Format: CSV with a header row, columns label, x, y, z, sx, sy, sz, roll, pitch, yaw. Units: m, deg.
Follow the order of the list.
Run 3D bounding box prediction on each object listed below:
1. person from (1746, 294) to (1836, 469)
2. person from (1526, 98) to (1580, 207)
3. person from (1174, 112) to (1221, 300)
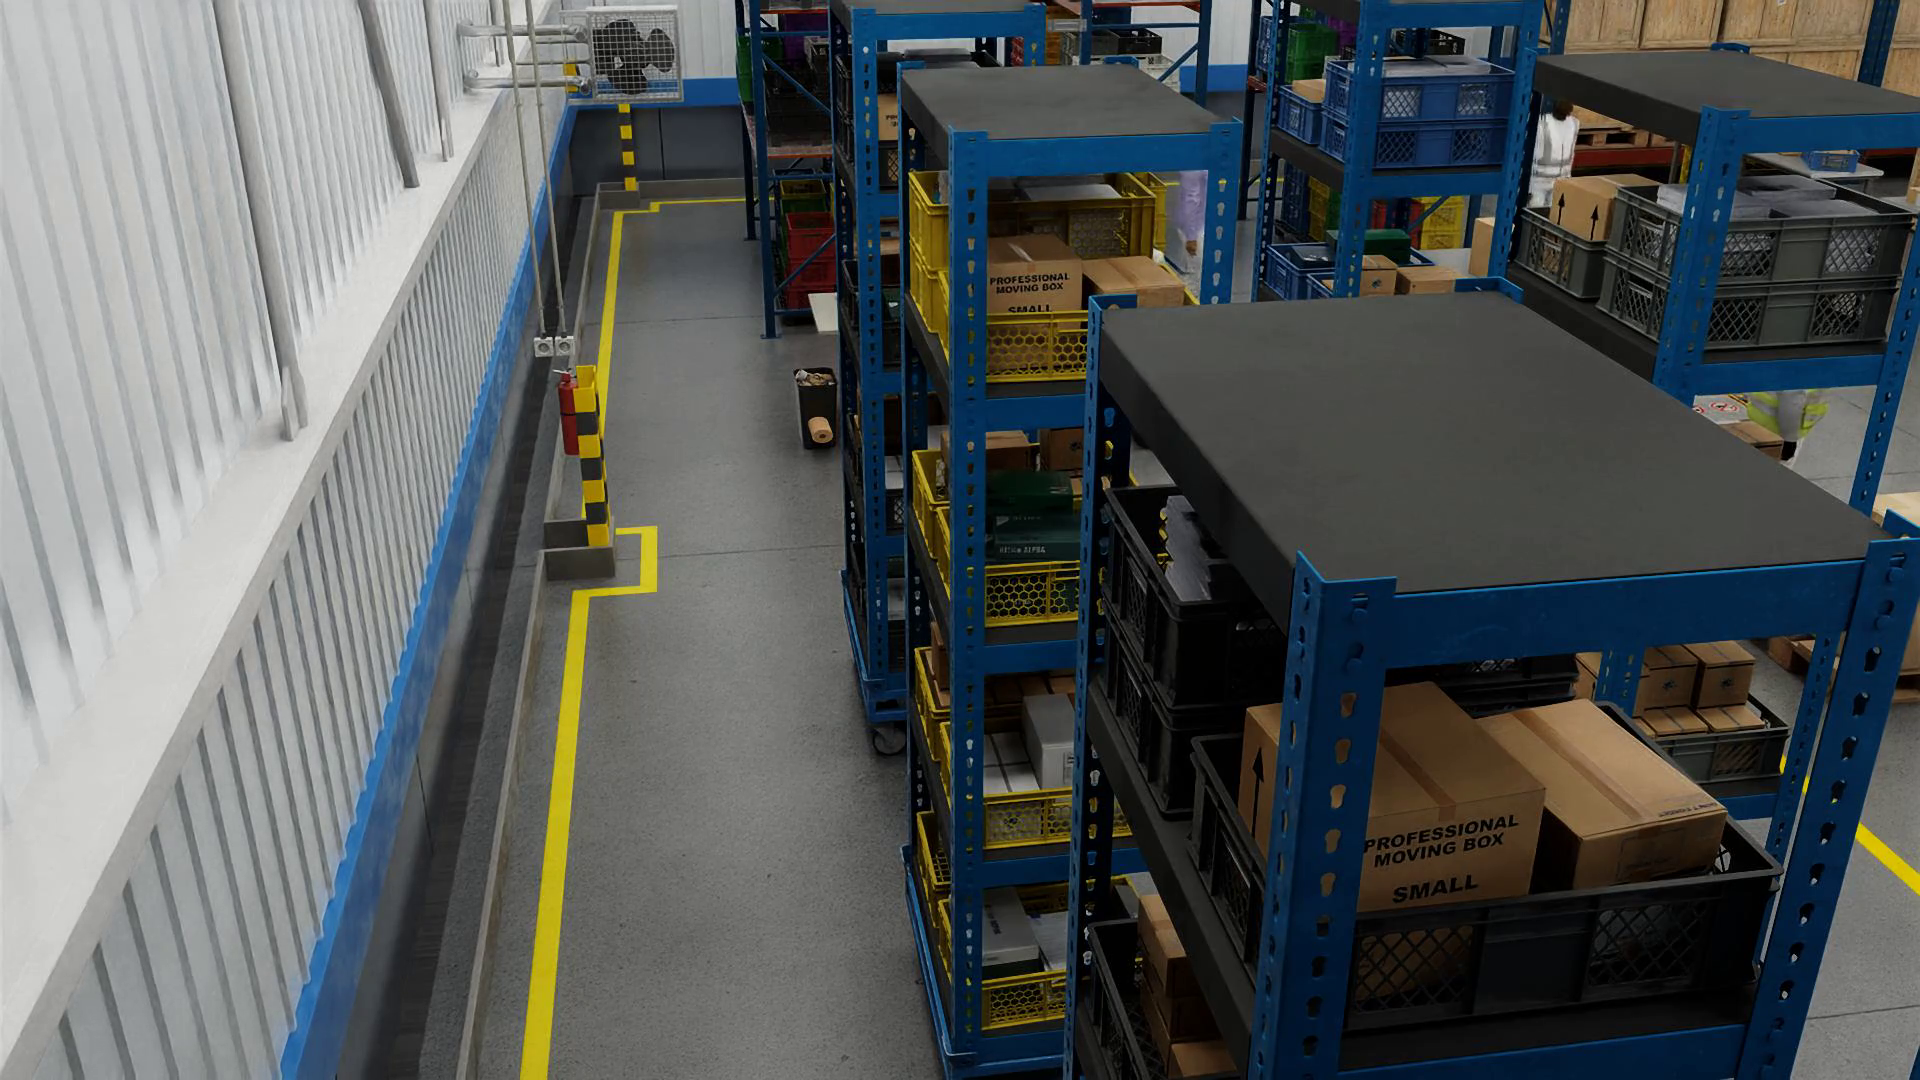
label,x,y,z,sx,sy,sz,roll,pitch,yaw
person,4.916,-0.701,9.930,0.429,1.839,0.623,6,25,14
person,5.521,-3.387,15.738,0.594,1.864,0.692,-10,26,-20
person,1.997,-2.623,14.007,0.379,1.924,0.640,9,26,18
